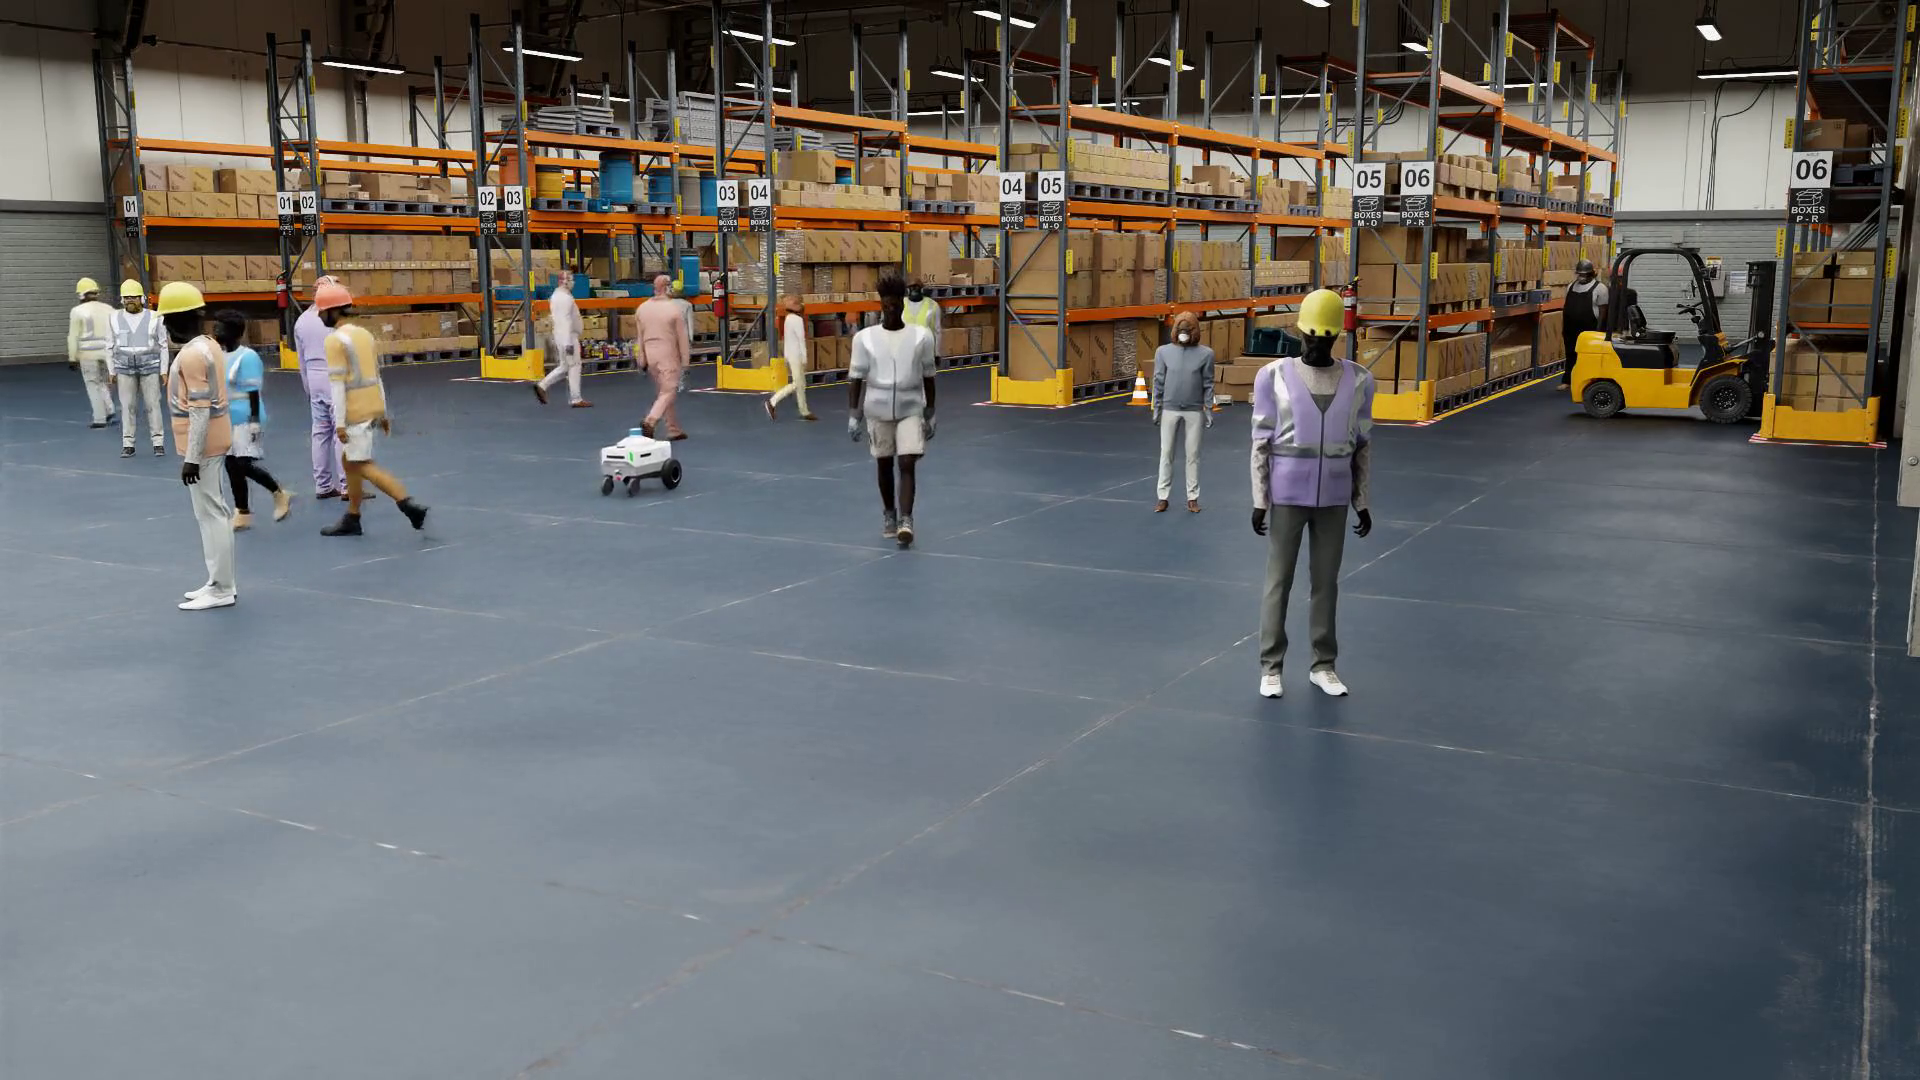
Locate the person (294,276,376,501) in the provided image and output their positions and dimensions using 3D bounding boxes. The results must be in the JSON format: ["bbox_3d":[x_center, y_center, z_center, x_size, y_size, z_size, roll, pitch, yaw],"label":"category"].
[{"bbox_3d":[-5.316,-1.284,14.149,0.640,1.909,0.409,5,11,27],"label":"person"}]

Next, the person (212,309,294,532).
[{"bbox_3d":[-5.367,-0.895,12.510,0.543,1.682,0.448,7,12,36],"label":"person"}]

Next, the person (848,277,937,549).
[{"bbox_3d":[-0.488,-0.911,11.932,0.633,1.908,1.003,0,10,-1],"label":"person"}]

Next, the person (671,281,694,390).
[{"bbox_3d":[-4.342,-3.120,25.507,0.504,1.690,0.892,-2,10,-12],"label":"person"}]

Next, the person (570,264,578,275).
[{"bbox_3d":[-9.180,-5.697,40.053,0.599,1.891,0.898,7,12,34],"label":"person"}]

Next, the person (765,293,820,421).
[{"bbox_3d":[-2.110,-2.280,20.828,0.679,1.614,0.507,-4,10,-20],"label":"person"}]

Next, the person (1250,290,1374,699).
[{"bbox_3d":[1.656,-0.208,7.817,0.584,1.918,0.381,-1,10,-5],"label":"person"}]

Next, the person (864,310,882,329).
[{"bbox_3d":[-1.769,-4.526,33.039,0.352,1.936,0.635,-8,13,-40],"label":"person"}]

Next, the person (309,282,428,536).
[{"bbox_3d":[-4.323,-0.937,12.184,0.823,1.896,0.588,1,10,5],"label":"person"}]

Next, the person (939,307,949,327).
[{"bbox_3d":[-0.490,-4.844,35.399,0.525,1.770,0.307,-1,10,-6],"label":"person"}]

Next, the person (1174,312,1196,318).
[{"bbox_3d":[4.507,-4.610,33.669,0.670,1.891,0.669,7,12,35],"label":"person"}]

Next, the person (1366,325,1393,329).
[{"bbox_3d":[7.253,-3.803,28.500,0.608,2.044,0.372,7,12,35],"label":"person"}]

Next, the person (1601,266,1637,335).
[{"bbox_3d":[10.024,-3.226,25.487,1.039,1.945,0.603,-10,14,-44],"label":"person"}]

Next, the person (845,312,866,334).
[{"bbox_3d":[-2.061,-4.190,31.842,0.553,1.669,0.649,9,13,41],"label":"person"}]

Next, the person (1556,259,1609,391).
[{"bbox_3d":[9.497,-3.281,25.447,0.535,2.000,0.673,-9,13,-42],"label":"person"}]

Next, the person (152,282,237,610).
[{"bbox_3d":[-4.490,-0.550,9.800,0.375,1.924,0.585,-3,10,-17],"label":"person"}]

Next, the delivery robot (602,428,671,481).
[{"bbox_3d":[-2.845,-0.739,14.638,0.477,0.478,0.707,4,10,20],"label":"delivery robot"}]

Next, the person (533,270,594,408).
[{"bbox_3d":[-5.430,-2.733,22.697,0.709,1.887,0.650,-4,11,-24],"label":"person"}]

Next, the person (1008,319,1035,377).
[{"bbox_3d":[1.007,-3.648,28.192,0.564,1.837,0.394,1,10,4],"label":"person"}]

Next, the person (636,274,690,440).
[{"bbox_3d":[-3.296,-1.999,18.428,0.653,1.877,0.867,6,11,30],"label":"person"}]

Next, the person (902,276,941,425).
[{"bbox_3d":[-0.556,-2.288,20.263,0.642,1.823,0.494,0,10,2],"label":"person"}]

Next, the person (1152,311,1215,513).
[{"bbox_3d":[1.805,-1.032,13.469,0.497,1.633,0.279,1,10,8],"label":"person"}]

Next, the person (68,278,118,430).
[{"bbox_3d":[-10.322,-2.201,19.798,0.432,1.817,0.594,4,10,20],"label":"person"}]

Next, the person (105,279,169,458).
[{"bbox_3d":[-8.502,-1.768,17.201,0.590,1.833,0.404,-3,10,-19],"label":"person"}]
